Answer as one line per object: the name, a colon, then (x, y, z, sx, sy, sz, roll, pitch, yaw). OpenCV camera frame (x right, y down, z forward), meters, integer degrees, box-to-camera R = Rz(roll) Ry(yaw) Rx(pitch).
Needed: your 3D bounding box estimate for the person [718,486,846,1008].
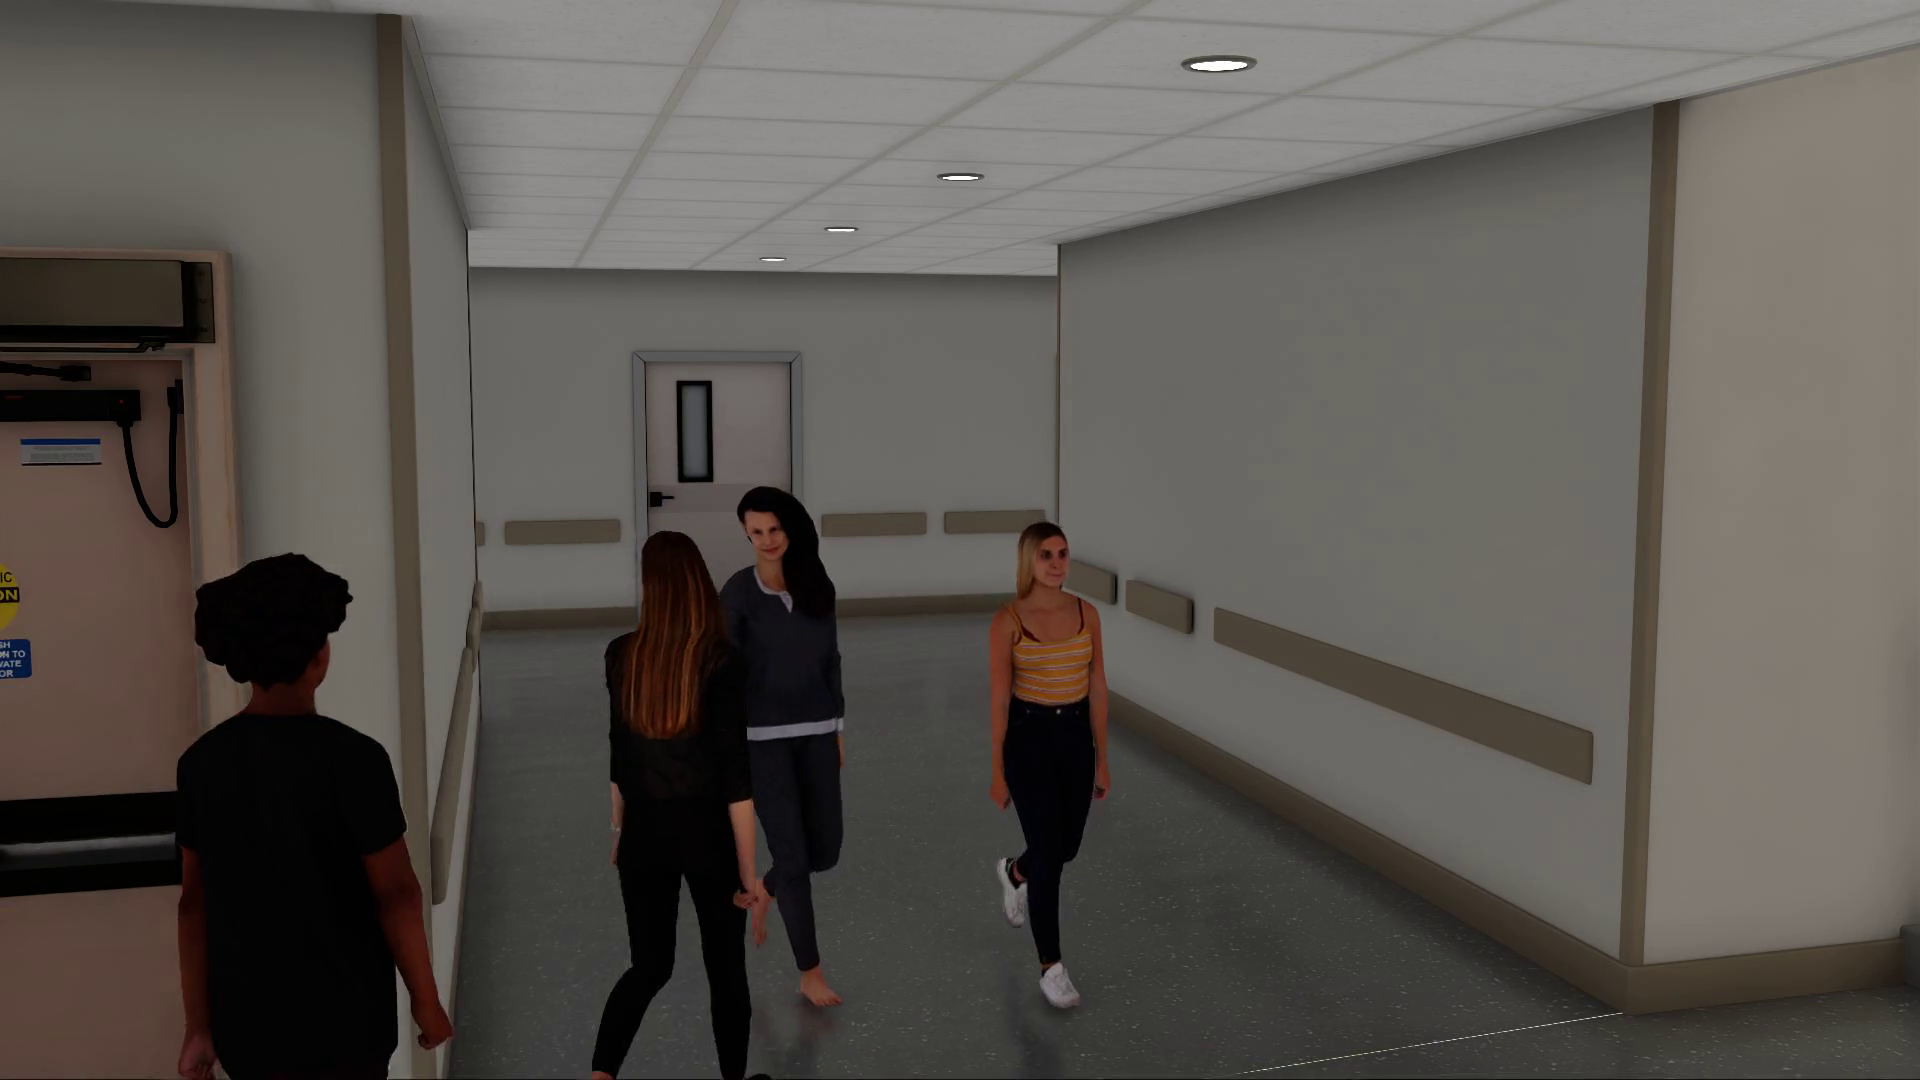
person: (-0.639, 0.688, 5.711, 0.944, 1.743, 0.878, -4, 7, -37)

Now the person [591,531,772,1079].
person: (-0.816, 0.841, 4.489, 1.047, 1.683, 1.031, 3, 6, 25)

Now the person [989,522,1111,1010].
person: (0.285, 0.746, 5.795, 0.950, 1.612, 0.688, -2, 6, -19)

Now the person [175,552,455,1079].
person: (-1.313, 0.931, 3.228, 1.142, 1.757, 1.065, 2, 6, 17)
